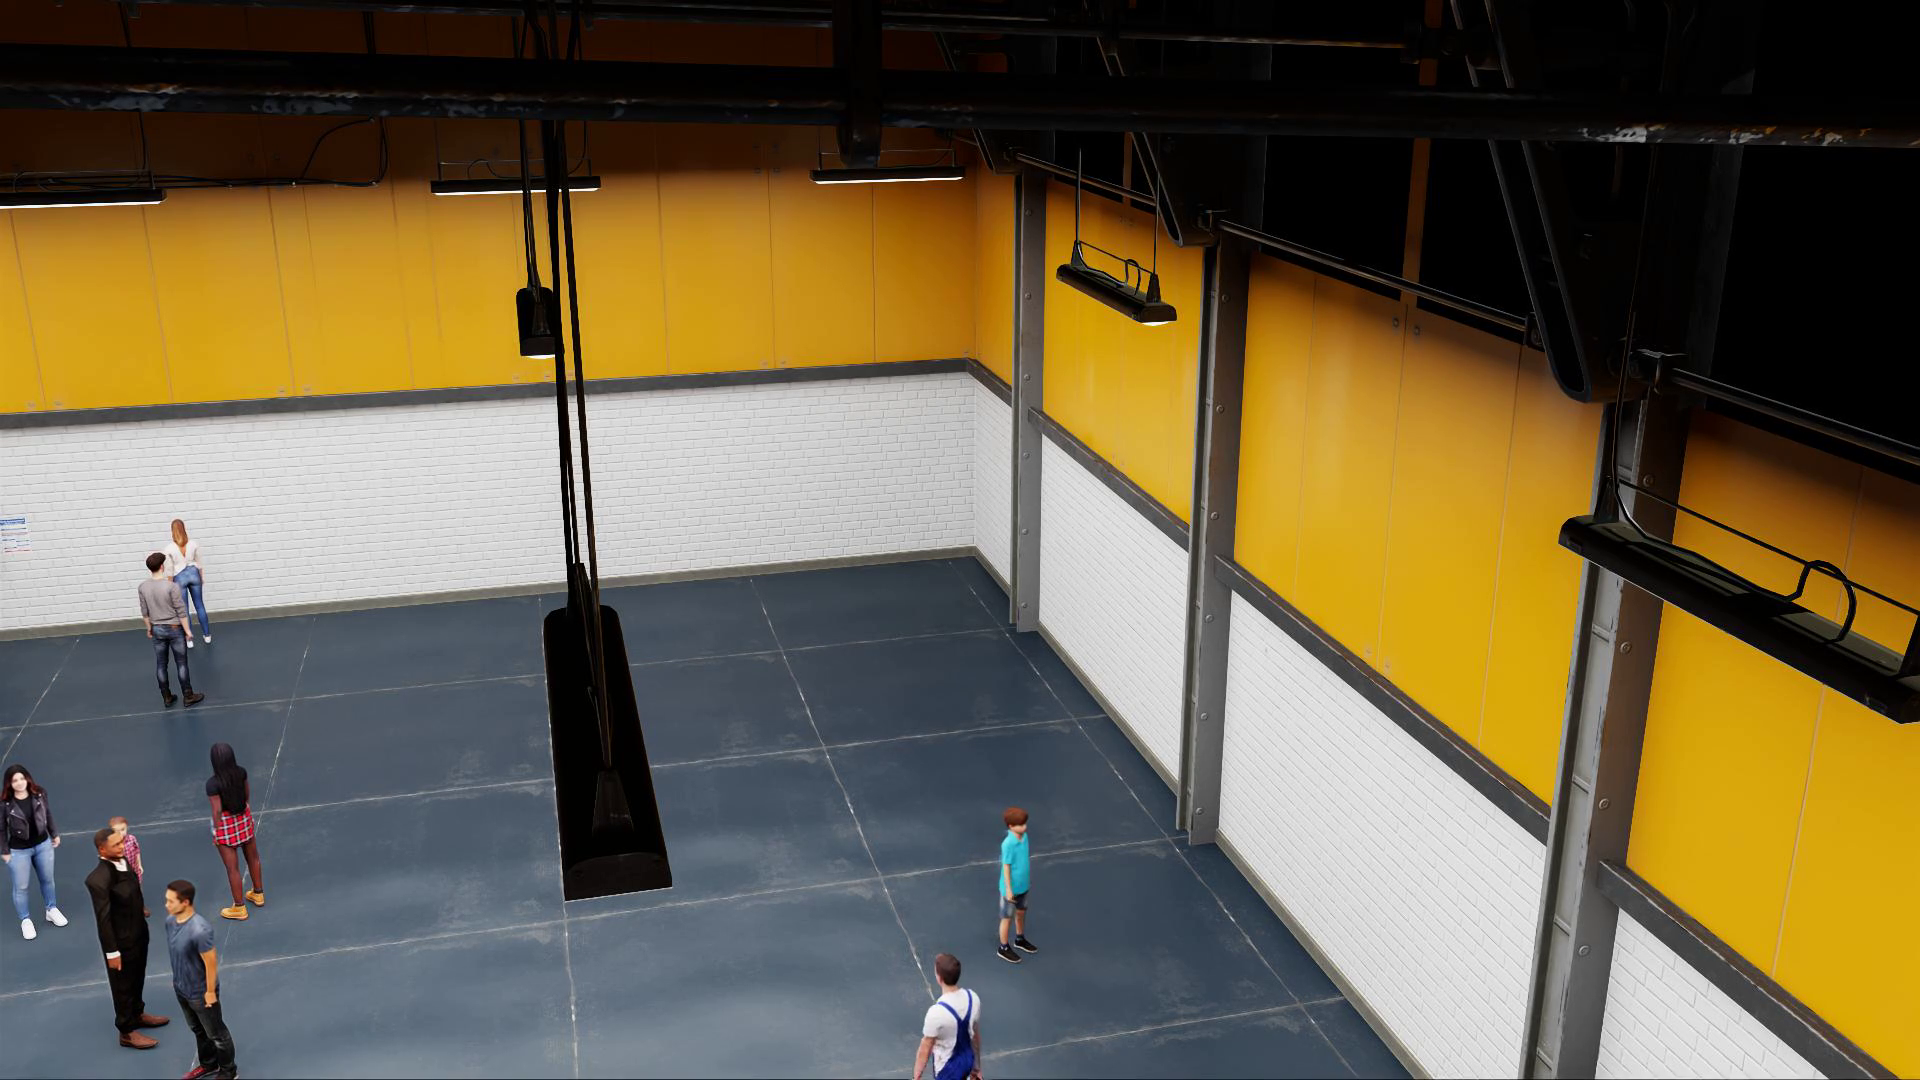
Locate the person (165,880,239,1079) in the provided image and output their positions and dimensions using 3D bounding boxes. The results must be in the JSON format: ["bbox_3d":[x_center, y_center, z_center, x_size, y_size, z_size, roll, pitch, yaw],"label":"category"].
[{"bbox_3d":[-5.912,3.442,12.907,0.706,1.808,0.786,12,22,32],"label":"person"}]

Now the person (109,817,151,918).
[{"bbox_3d":[-7.710,3.022,15.387,0.493,1.022,0.532,-16,24,-39],"label":"person"}]

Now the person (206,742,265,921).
[{"bbox_3d":[-6.706,2.658,15.361,0.778,1.729,0.702,7,20,20],"label":"person"}]

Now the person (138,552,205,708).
[{"bbox_3d":[-9.440,1.071,19.801,0.742,1.904,0.686,0,19,1],"label":"person"}]

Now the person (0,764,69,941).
[{"bbox_3d":[-8.456,2.794,15.106,0.748,1.634,0.726,15,24,38],"label":"person"}]

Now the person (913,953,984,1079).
[{"bbox_3d":[0.007,3.818,11.759,0.947,1.830,0.852,17,25,41],"label":"person"}]

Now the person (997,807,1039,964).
[{"bbox_3d":[0.465,3.020,14.722,0.660,1.451,0.614,14,23,35],"label":"person"}]

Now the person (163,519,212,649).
[{"bbox_3d":[-10.062,0.546,21.648,0.686,1.719,0.680,-16,24,-39],"label":"person"}]

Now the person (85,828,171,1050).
[{"bbox_3d":[-6.790,3.195,13.493,0.811,1.904,0.599,-2,19,-5],"label":"person"}]
